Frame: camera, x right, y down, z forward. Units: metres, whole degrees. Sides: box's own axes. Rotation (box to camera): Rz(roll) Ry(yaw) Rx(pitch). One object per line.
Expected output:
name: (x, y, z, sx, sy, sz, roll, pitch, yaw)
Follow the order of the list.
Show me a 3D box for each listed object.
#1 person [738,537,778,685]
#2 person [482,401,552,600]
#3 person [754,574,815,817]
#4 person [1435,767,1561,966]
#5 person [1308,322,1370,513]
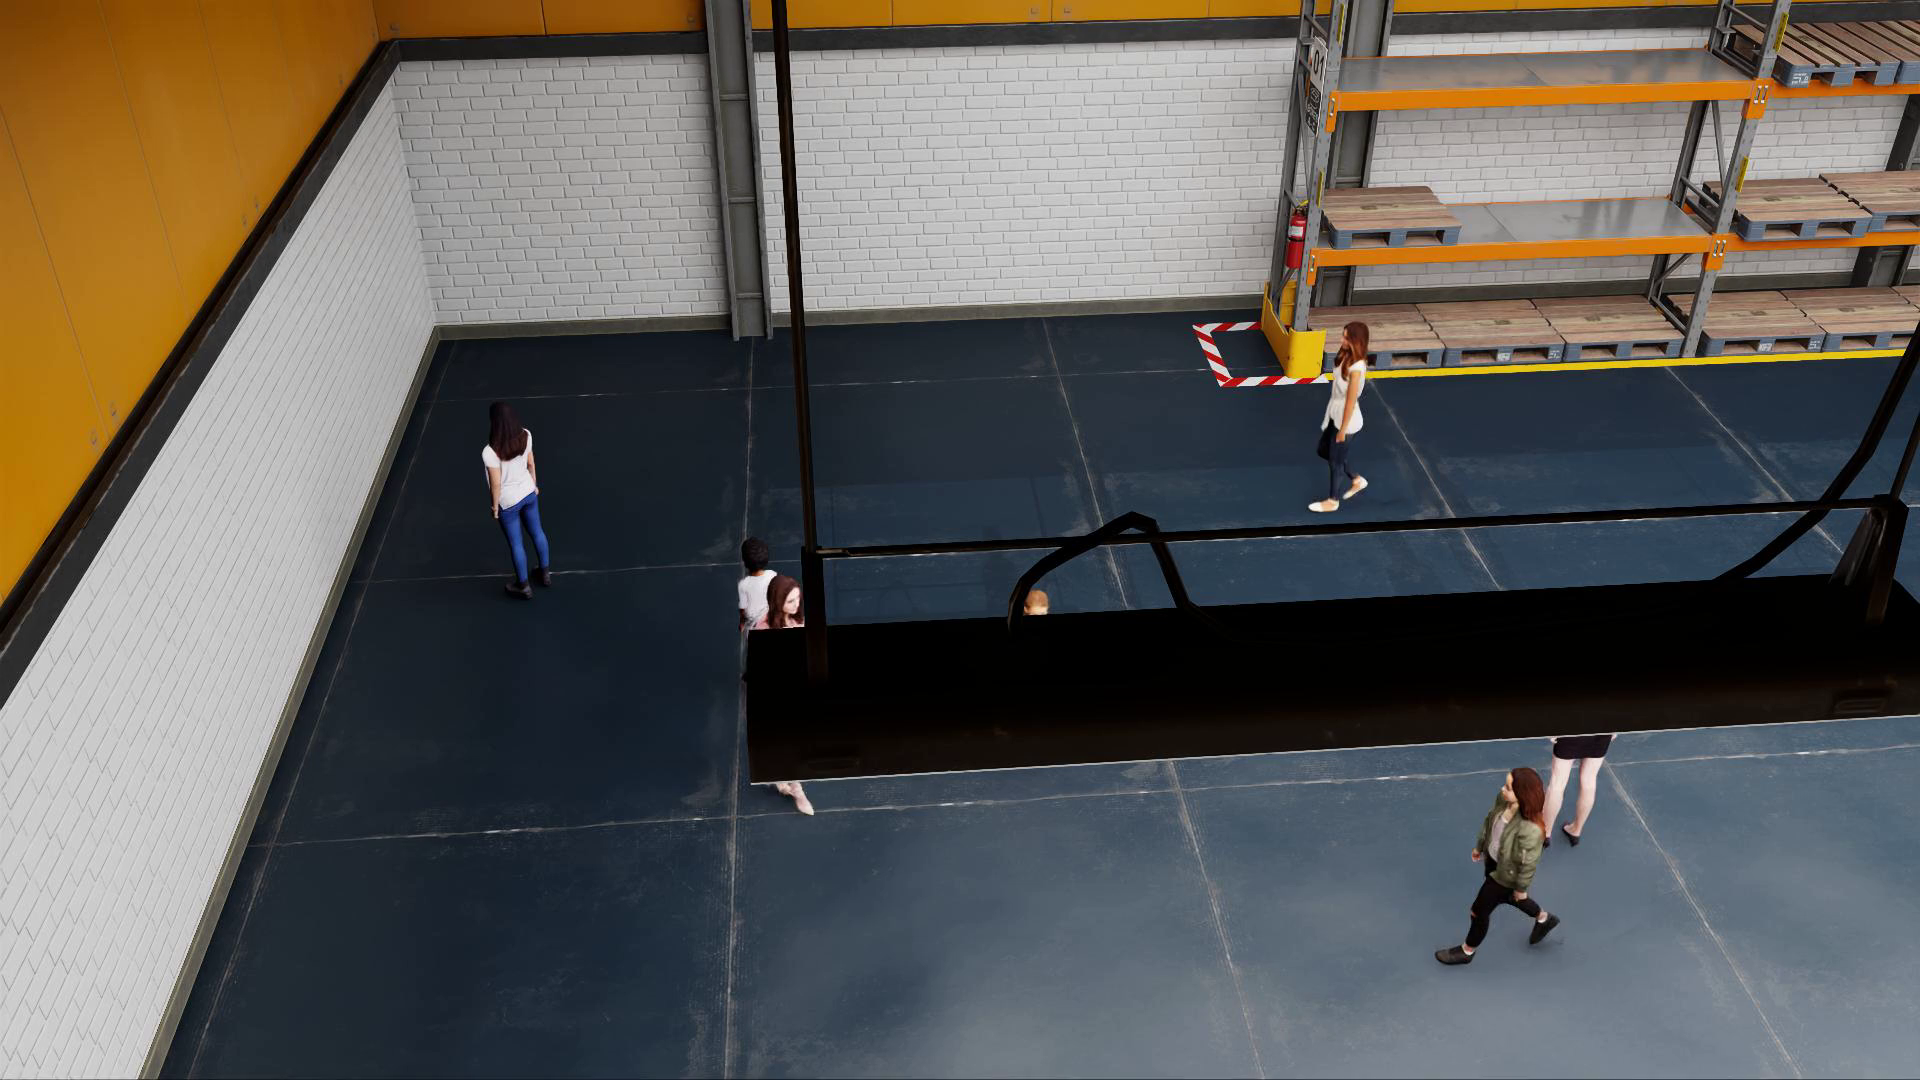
person: (-1.432, 0.530, 11.898, 0.559, 1.262, 0.636, -21, 39, -29)
person: (-3.407, -0.305, 12.771, 0.723, 1.685, 0.678, 22, 39, 29)
person: (-1.206, 0.957, 10.785, 0.901, 1.782, 0.842, 23, 40, 30)
person: (3.238, 1.895, 9.673, 0.963, 1.452, 0.566, -3, 34, -5)
person: (3.252, -0.998, 13.734, 0.726, 1.774, 0.635, 0, 34, 0)
